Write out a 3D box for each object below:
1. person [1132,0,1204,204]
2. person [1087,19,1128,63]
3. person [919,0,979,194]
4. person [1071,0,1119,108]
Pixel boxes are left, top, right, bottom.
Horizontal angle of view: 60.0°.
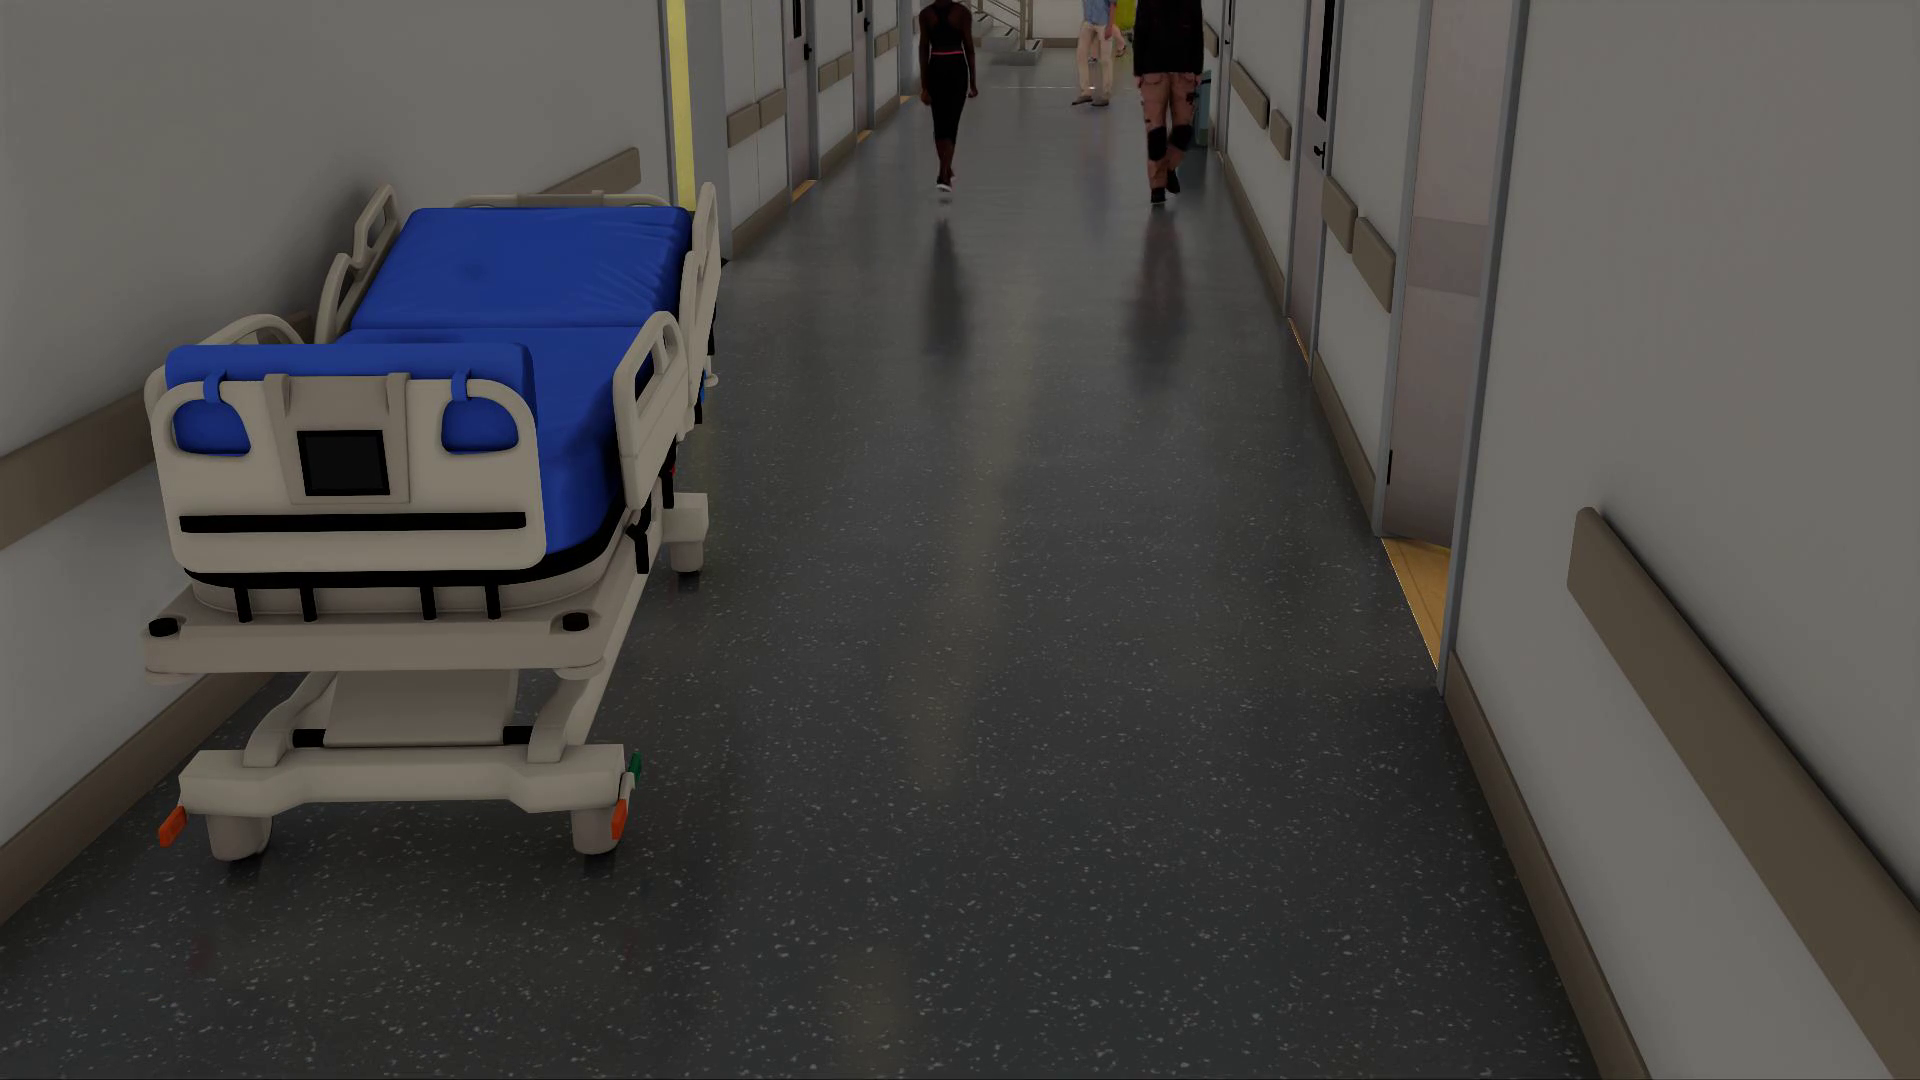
[{"bbox_3d":[1.595,-3.574,12.794,0.713,1.913,0.798,0,21,-1],"label":"person"},{"bbox_3d":[2.186,-8.022,24.690,1.128,1.805,1.095,17,26,37],"label":"person"},{"bbox_3d":[-0.111,-3.534,13.053,1.158,1.654,0.737,4,21,10],"label":"person"},{"bbox_3d":[1.665,-5.943,19.156,0.842,1.838,0.905,19,28,40],"label":"person"}]
